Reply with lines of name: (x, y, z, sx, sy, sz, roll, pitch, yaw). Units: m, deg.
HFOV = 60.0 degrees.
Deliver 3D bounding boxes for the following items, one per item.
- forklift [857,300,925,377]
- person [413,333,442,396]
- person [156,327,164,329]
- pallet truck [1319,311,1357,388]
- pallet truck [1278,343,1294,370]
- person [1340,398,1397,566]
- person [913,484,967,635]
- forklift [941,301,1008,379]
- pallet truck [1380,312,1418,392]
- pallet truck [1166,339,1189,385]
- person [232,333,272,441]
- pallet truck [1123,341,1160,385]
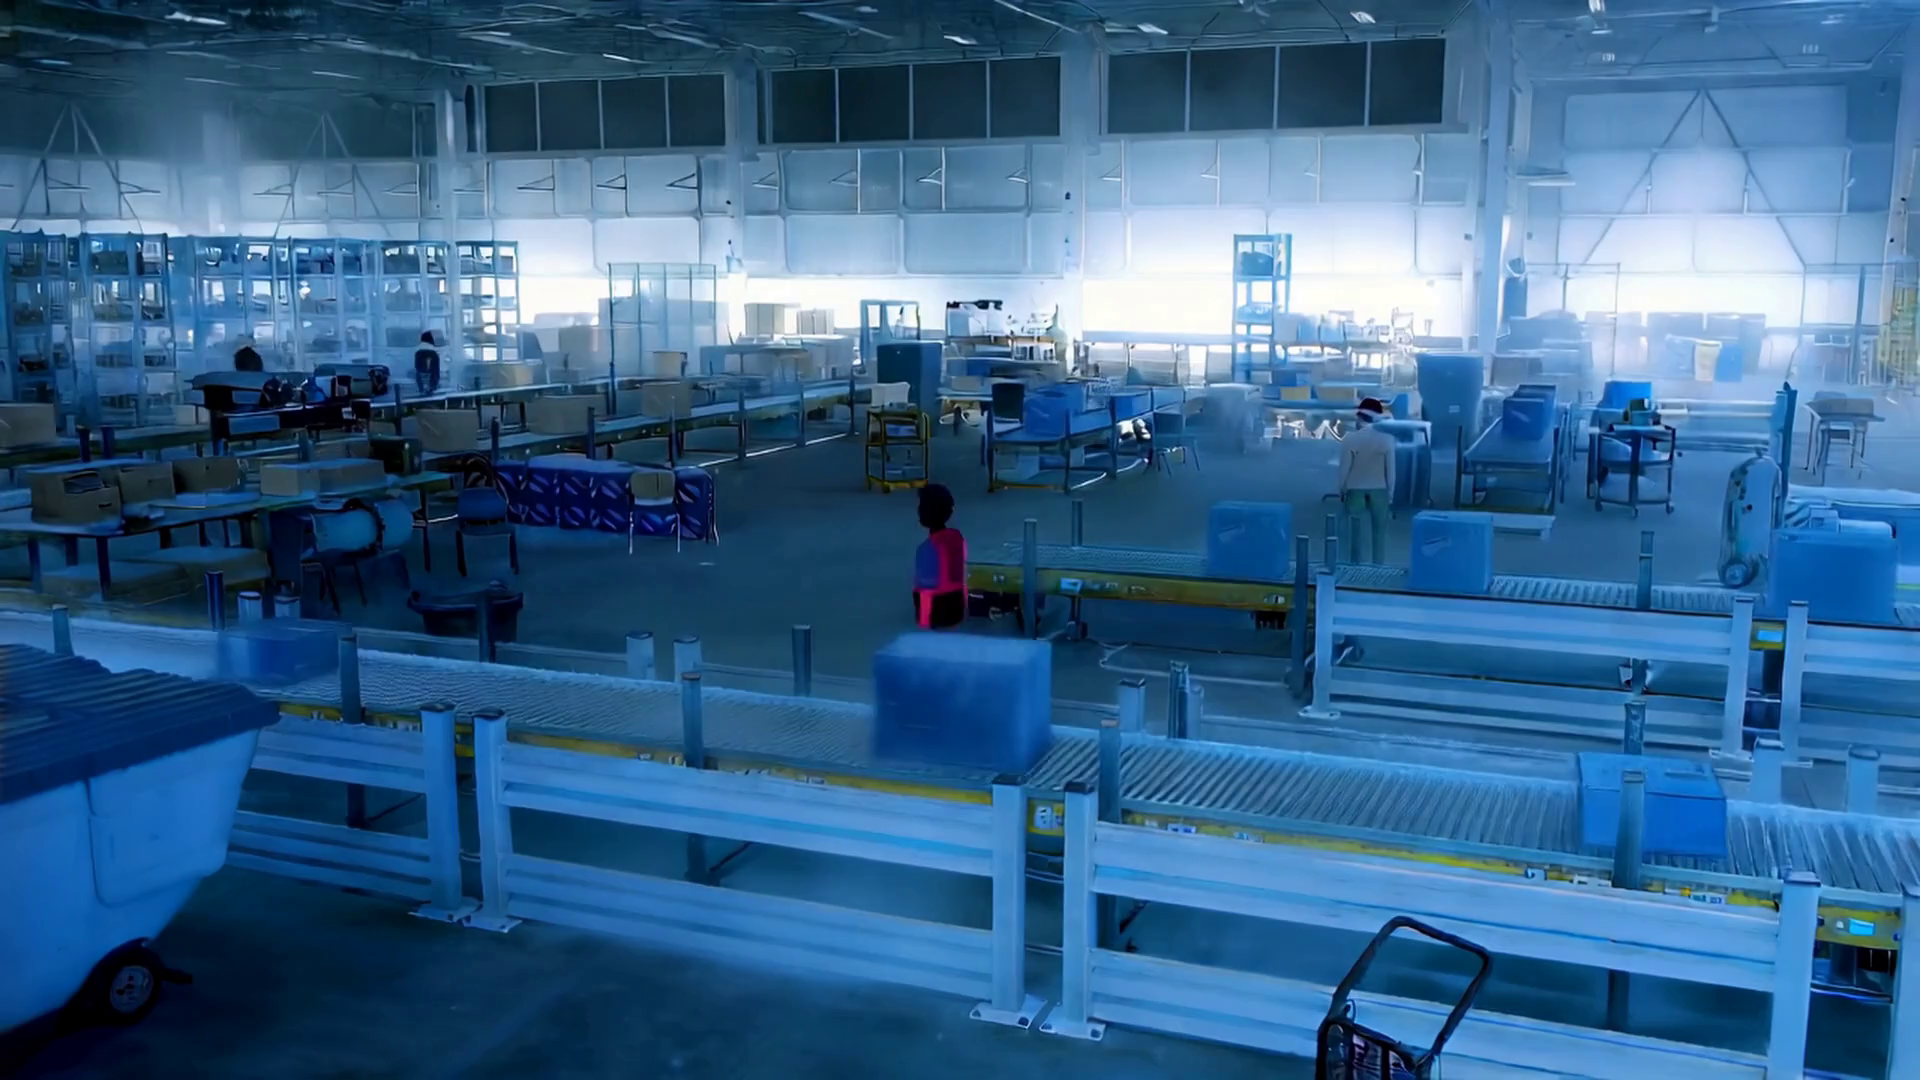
forklift: (-1.732, -5.109, 42.468, 1.157, 1.987, 2.680, 4, 10, 22)
person: (-9.581, -2.854, 30.284, 0.627, 1.801, 0.806, 5, 10, 26)
person: (-17.966, -4.048, 37.461, 0.571, 1.831, 0.411, -7, 12, -36)
pallet truck: (9.071, -4.419, 39.190, 0.823, 1.965, 1.885, 5, 10, 26)
pallet truck: (7.886, -4.163, 39.743, 0.653, 1.274, 1.630, 4, 10, 22)
person: (3.927, -0.481, 16.035, 0.527, 1.765, 0.328, 3, 10, 17)
person: (-0.075, 0.484, 10.411, 0.594, 1.681, 0.543, 5, 10, 26)
forklift: (0.365, -4.966, 41.571, 1.157, 1.987, 2.680, 3, 10, 20)
pallet truck: (10.207, -4.283, 38.369, 0.823, 1.965, 1.885, 3, 10, 20)
pallet truck: (5.418, -4.269, 40.420, 0.704, 1.261, 1.522, 3, 10, 20)
person: (-12.185, -2.599, 28.497, 0.649, 1.889, 0.616, 6, 11, 31)
pallet truck: (4.445, -4.380, 41.279, 0.680, 1.201, 1.601, 4, 10, 22)
